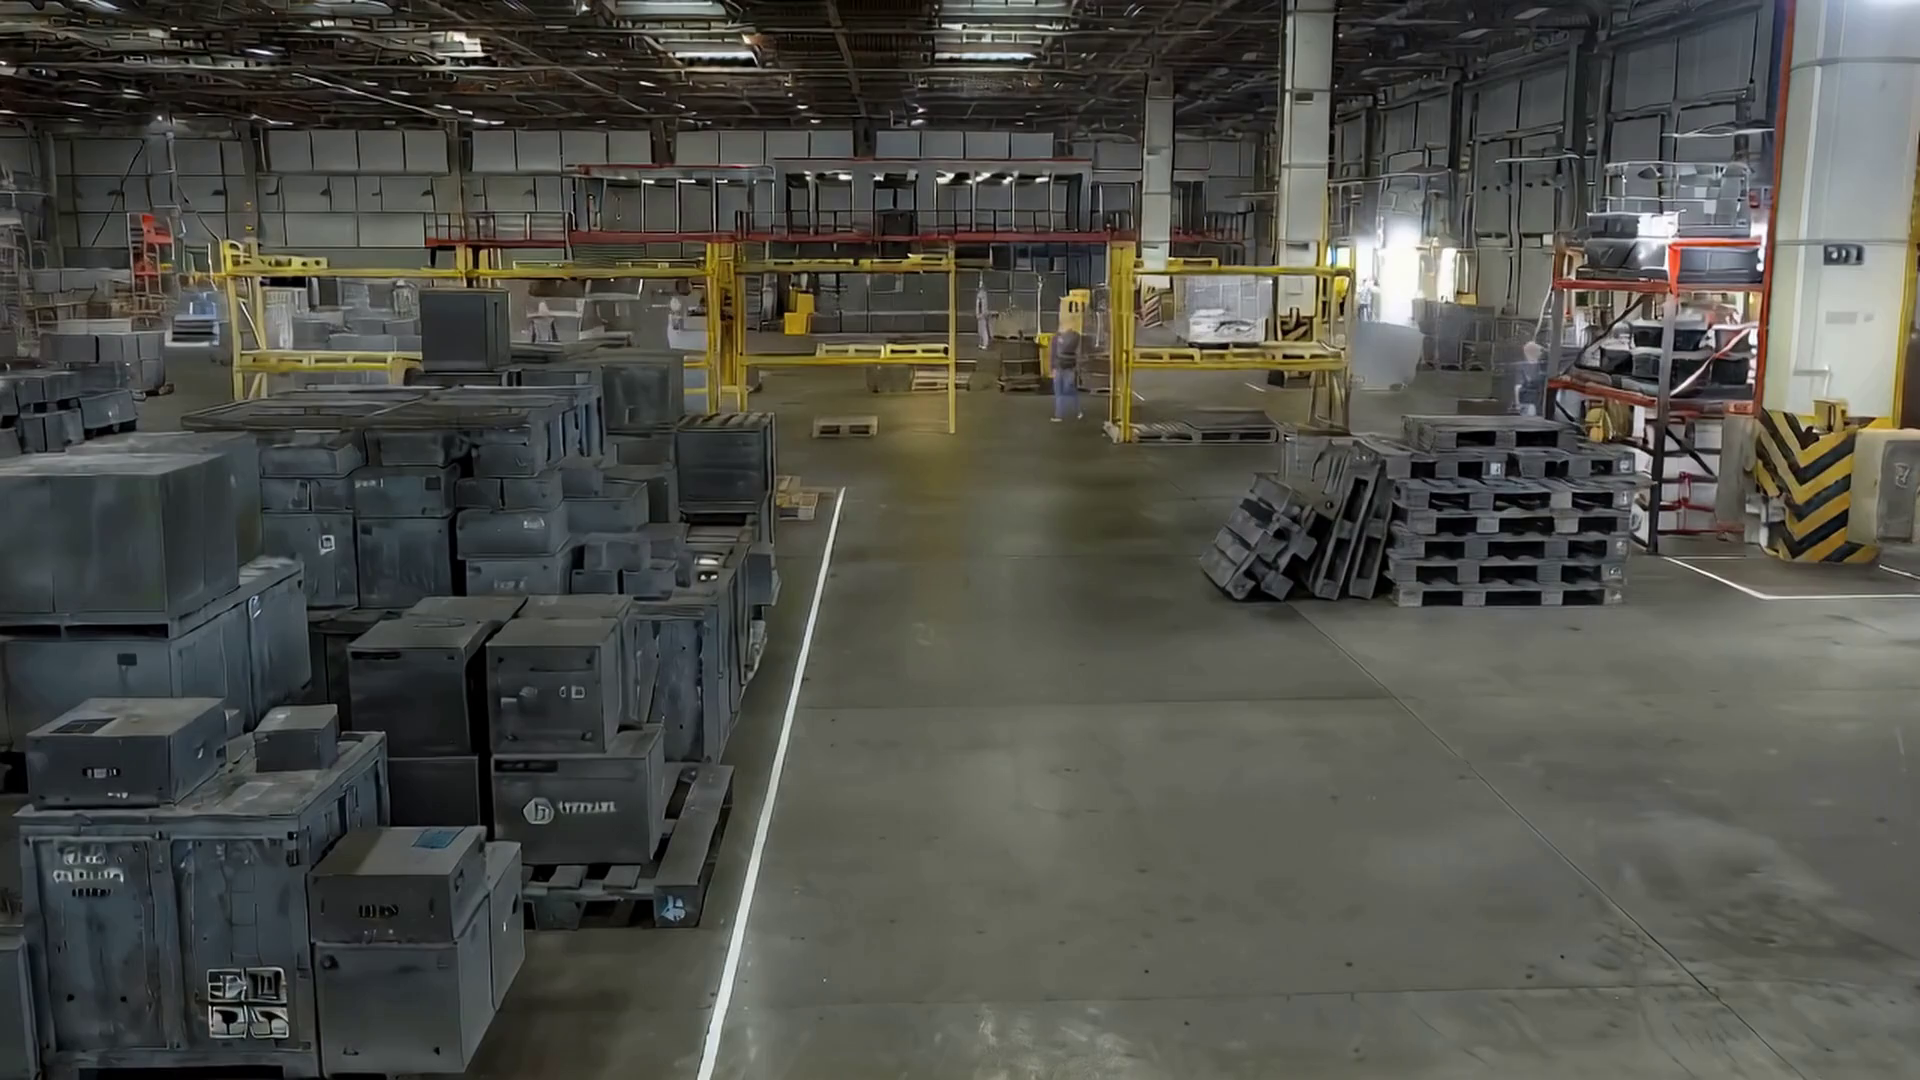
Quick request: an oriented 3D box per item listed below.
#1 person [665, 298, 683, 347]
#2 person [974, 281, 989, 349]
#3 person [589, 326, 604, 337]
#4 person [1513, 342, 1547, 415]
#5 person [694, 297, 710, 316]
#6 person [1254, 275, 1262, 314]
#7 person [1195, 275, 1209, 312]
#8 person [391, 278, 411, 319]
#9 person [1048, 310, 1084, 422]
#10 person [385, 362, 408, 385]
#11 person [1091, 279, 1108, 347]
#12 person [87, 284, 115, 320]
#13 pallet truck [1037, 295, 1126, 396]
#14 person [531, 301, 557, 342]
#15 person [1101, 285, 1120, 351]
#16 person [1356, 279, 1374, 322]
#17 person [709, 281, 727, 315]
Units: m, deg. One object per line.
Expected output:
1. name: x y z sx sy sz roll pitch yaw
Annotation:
1. person: -6.232 -4.413 36.584 0.519 1.792 0.954 6 12 30
2. person: 0.583 -6.413 47.392 0.389 1.927 0.646 4 11 23
3. person: -4.914 -1.943 22.527 0.600 1.909 0.396 0 10 1
4. person: 7.871 -1.925 23.108 0.533 1.662 0.841 -6 12 -31
5. person: -6.084 -4.844 39.138 0.295 1.744 0.489 7 12 34
6. person: 12.384 -10.296 68.992 0.368 1.928 0.585 -2 10 -13
7. person: 10.377 -10.749 71.367 0.614 1.984 0.408 3 11 17
8. person: -17.277 -7.144 51.441 0.582 1.921 0.404 -2 10 -12
9. person: 1.806 -2.929 28.043 0.621 1.901 0.610 9 14 42
10. person: -5.719 -0.868 16.764 0.697 1.826 1.009 -4 11 -24
11. person: 4.078 -6.566 48.156 0.617 1.946 0.396 -3 11 -15
12. person: -21.336 -5.359 41.326 0.610 1.986 0.393 -6 12 -29
13. pallet truck: 2.483 -3.881 33.060 1.885 1.965 0.823 -7 13 -36
14. person: -8.471 -3.948 33.932 0.553 1.821 0.984 -2 10 -10
15. person: 4.187 -6.164 46.213 0.429 1.844 0.624 -7 13 -36
16. person: 13.130 -7.567 54.050 0.642 1.833 0.445 10 14 44
17. person: -6.809 -6.299 46.696 0.552 1.937 0.356 -2 10 -9
